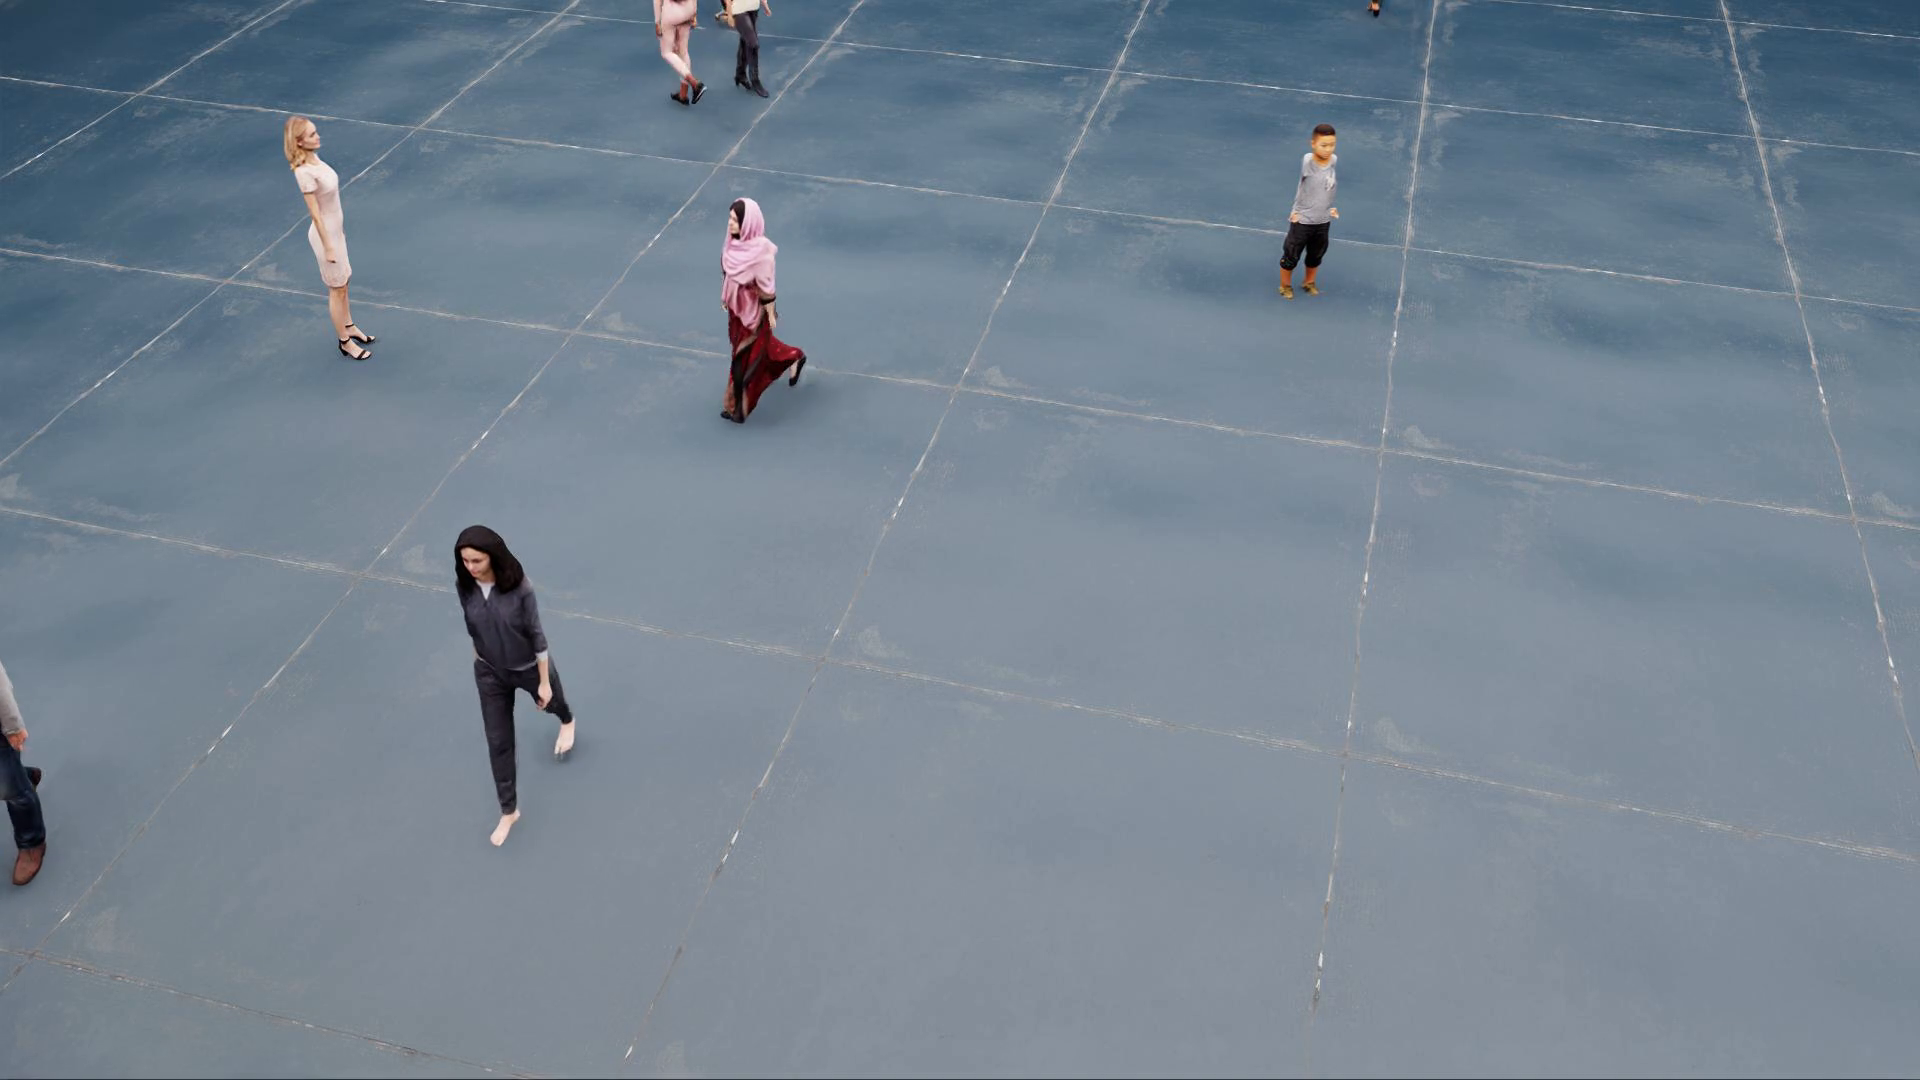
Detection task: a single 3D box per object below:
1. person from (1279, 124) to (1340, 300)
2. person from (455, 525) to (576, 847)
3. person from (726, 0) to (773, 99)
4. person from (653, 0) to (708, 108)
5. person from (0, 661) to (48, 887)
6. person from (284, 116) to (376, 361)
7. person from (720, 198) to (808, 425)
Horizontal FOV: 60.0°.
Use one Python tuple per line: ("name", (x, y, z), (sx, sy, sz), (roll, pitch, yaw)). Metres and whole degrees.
("person", (2.667, -2.526, 12.607), (0.630, 1.453, 0.640), (-10, 39, -12))
("person", (-2.205, 0.590, 8.408), (0.737, 1.718, 1.197), (4, 38, 5))
("person", (-2.086, -4.984, 15.652), (0.760, 1.572, 0.717), (20, 42, 23))
("person", (-2.549, -4.765, 15.261), (0.914, 1.708, 0.906), (32, 48, 34))
("person", (-4.746, 0.804, 7.990), (0.854, 1.896, 0.914), (1, 38, 1))
("person", (-4.495, -2.141, 11.808), (0.695, 1.831, 0.561), (-5, 38, -6))
("person", (-1.368, -1.601, 11.290), (1.094, 1.617, 0.997), (-26, 45, -29))
